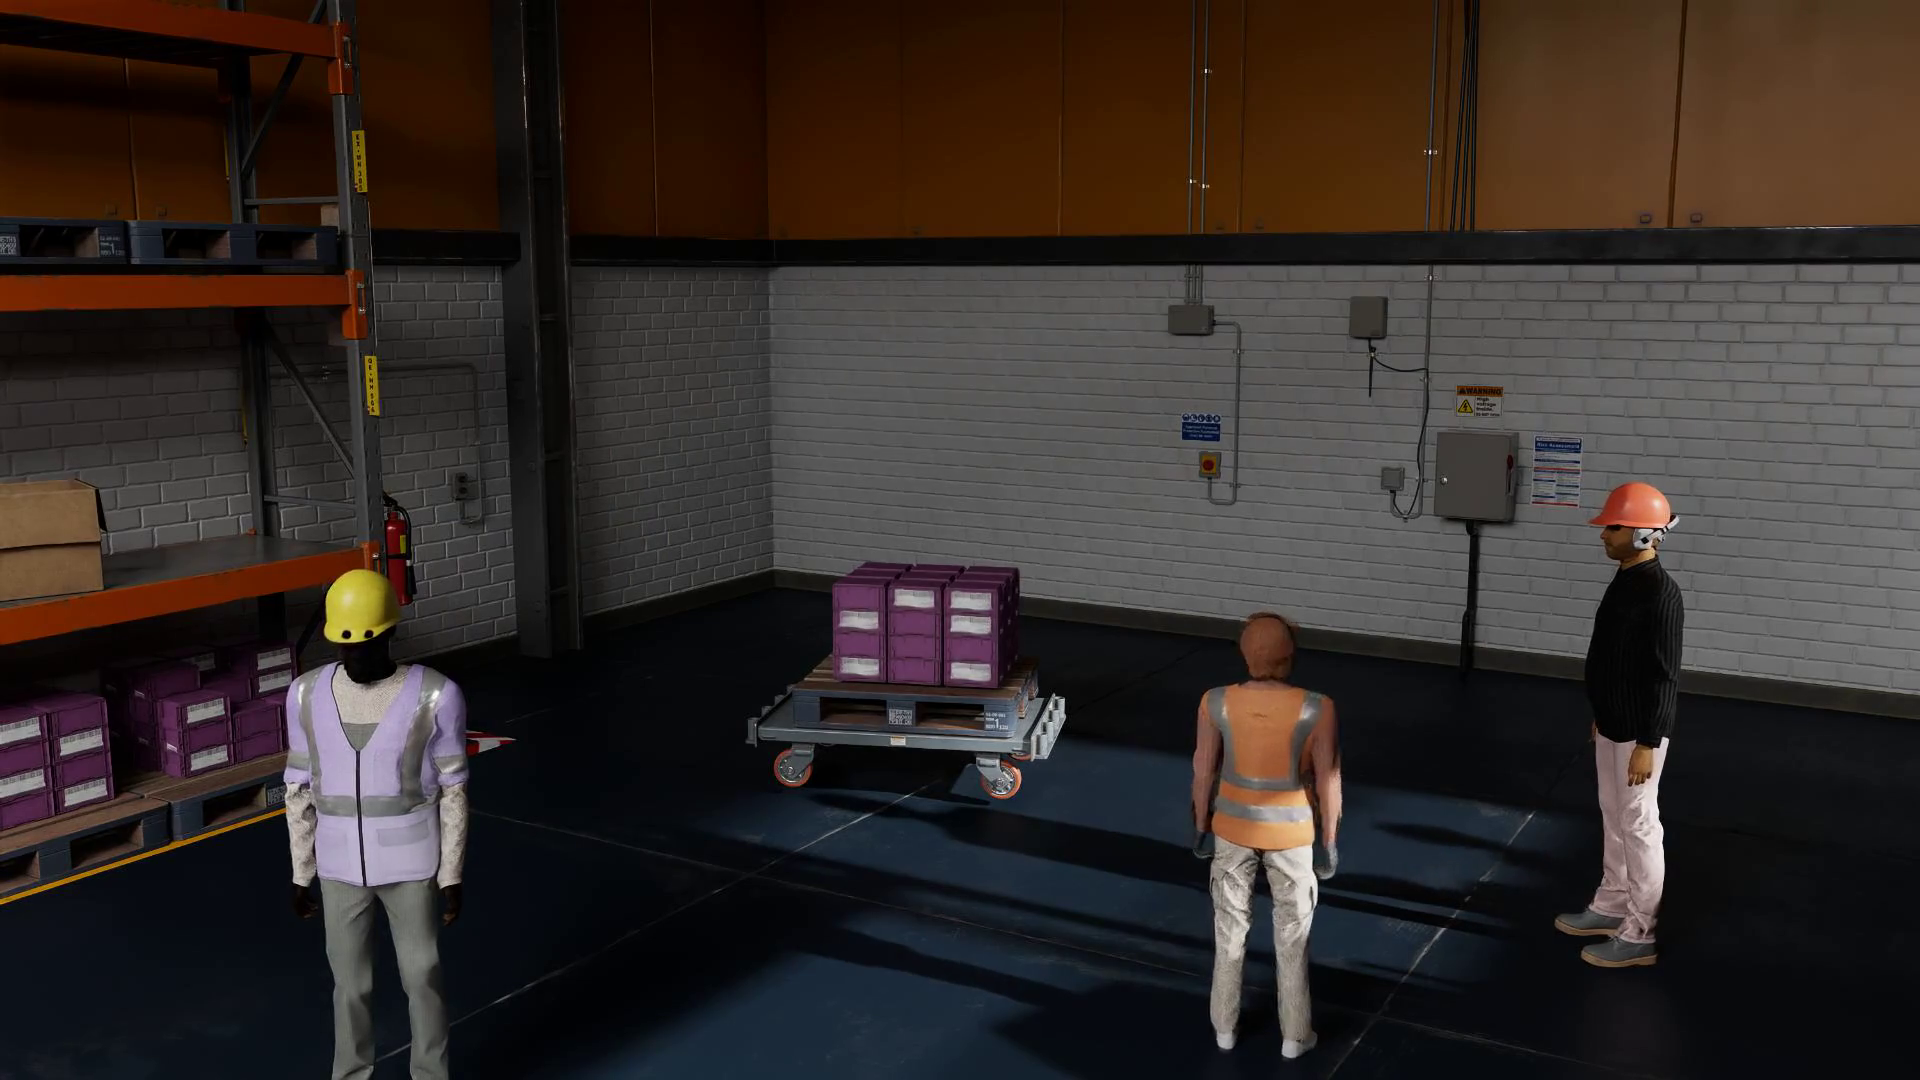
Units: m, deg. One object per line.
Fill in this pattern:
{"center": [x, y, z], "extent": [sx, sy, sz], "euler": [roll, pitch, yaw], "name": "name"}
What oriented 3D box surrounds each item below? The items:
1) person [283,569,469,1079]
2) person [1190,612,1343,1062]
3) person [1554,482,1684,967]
{"center": [-1.867, 1.033, 5.339], "extent": [0.586, 1.923, 0.371], "euler": [0, 9, -1], "name": "person"}
{"center": [1.097, 1.075, 5.988], "extent": [0.550, 1.636, 0.322], "euler": [3, 10, 17], "name": "person"}
{"center": [2.744, 0.754, 6.855], "extent": [0.379, 1.996, 0.611], "euler": [1, 9, 4], "name": "person"}
